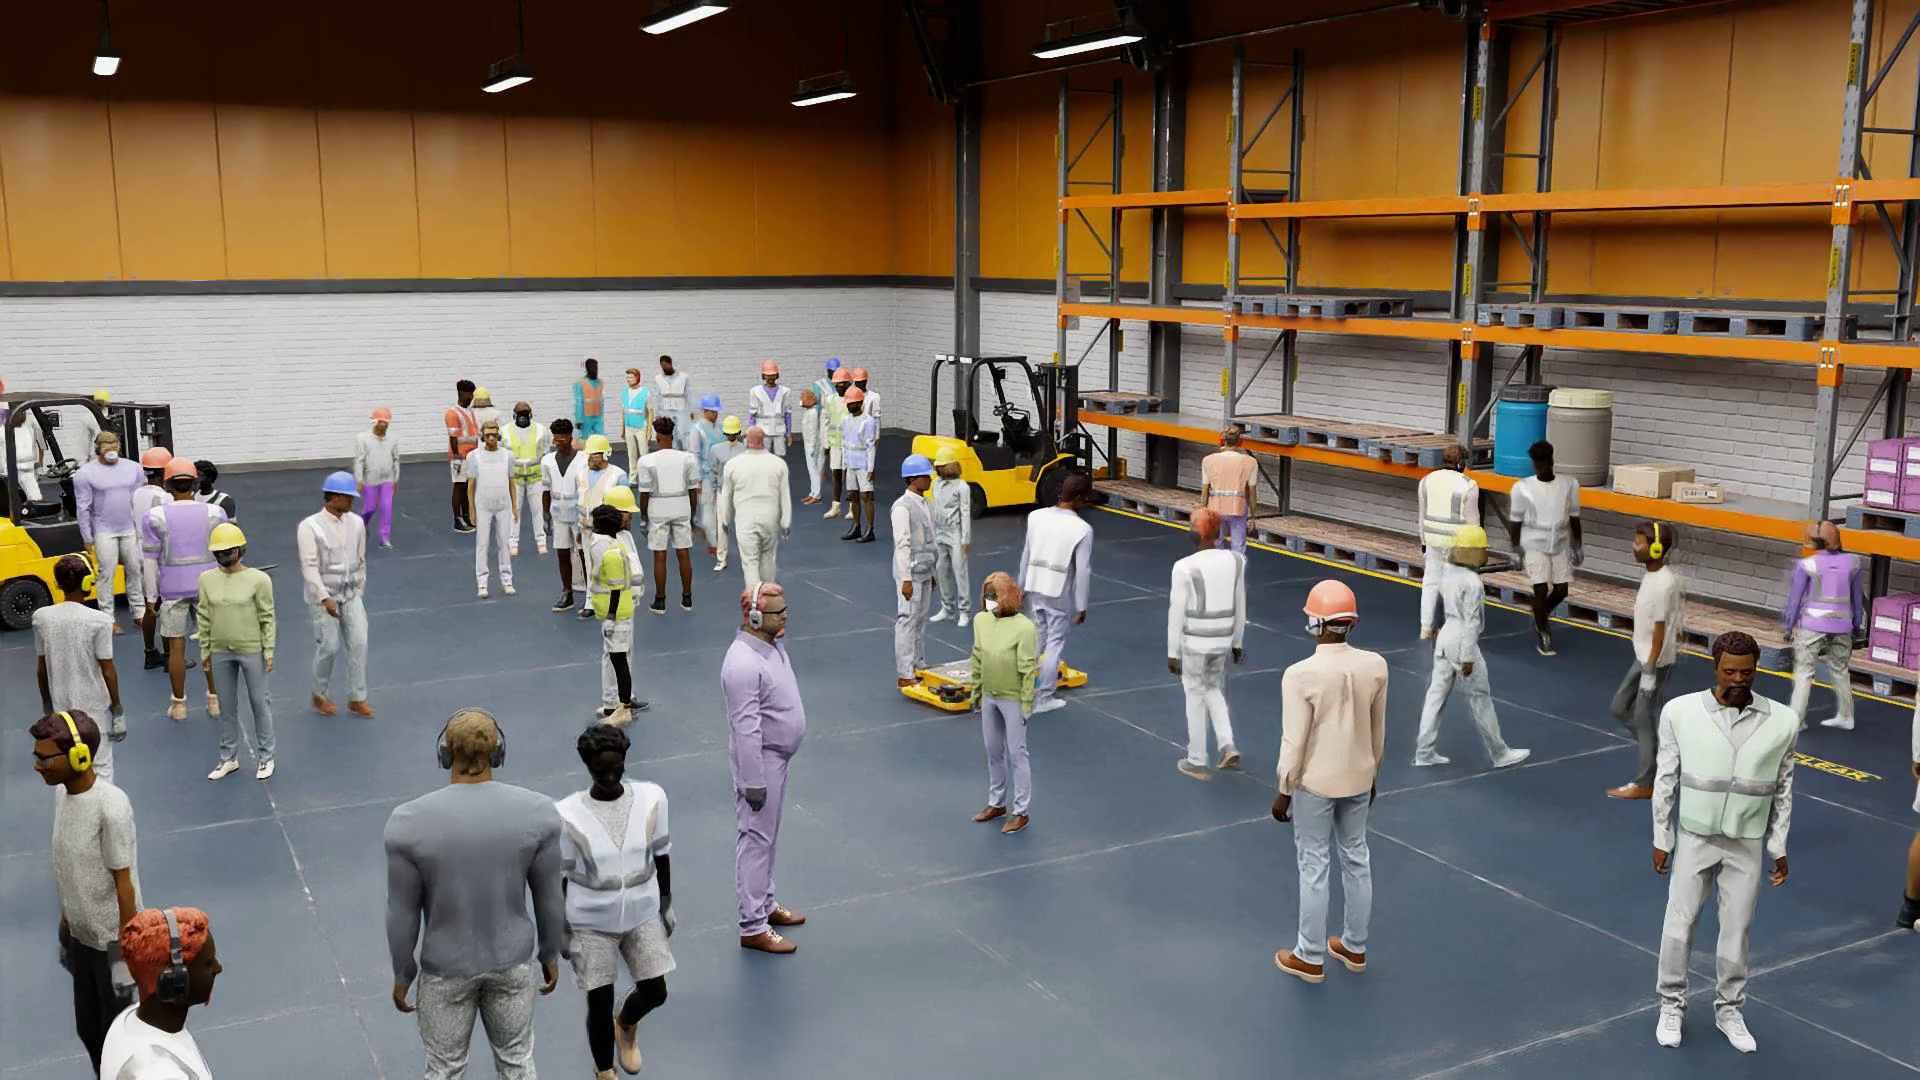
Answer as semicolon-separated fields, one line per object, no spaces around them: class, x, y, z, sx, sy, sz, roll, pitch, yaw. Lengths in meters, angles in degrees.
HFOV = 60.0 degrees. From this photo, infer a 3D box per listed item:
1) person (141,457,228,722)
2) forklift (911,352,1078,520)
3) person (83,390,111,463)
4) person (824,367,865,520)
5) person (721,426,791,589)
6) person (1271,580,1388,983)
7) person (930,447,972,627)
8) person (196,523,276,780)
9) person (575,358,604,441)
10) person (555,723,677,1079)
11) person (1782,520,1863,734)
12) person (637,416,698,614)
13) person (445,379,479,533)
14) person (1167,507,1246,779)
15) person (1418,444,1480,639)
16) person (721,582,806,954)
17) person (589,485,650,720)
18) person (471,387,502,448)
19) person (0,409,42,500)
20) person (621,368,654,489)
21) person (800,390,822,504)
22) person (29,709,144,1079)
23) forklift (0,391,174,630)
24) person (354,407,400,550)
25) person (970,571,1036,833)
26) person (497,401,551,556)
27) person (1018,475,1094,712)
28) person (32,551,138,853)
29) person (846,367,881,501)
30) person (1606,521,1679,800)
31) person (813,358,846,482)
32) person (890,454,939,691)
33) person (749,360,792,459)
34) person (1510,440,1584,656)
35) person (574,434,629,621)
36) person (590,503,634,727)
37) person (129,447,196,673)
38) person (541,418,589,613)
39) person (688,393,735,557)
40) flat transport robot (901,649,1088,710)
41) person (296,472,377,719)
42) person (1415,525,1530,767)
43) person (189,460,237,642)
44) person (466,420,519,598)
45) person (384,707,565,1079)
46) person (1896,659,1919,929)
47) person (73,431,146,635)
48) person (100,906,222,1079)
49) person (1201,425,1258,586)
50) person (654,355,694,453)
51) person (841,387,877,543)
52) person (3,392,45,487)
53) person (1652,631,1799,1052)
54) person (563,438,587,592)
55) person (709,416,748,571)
person;-5.907;0.377;12.744;0.611;2.030;0.410;-7;12;-33
forklift;0.460;-1.461;22.833;2.313;2.155;1.214;-5;11;-28
person;-11.550;-1.161;22.454;0.532;1.725;0.883;-3;10;-15
person;-1.560;-1.283;22.242;0.607;2.045;0.390;5;11;28
person;-2.029;-0.191;16.478;0.656;1.863;0.976;-3;10;-18
person;1.813;1.181;8.195;0.609;1.996;0.383;-4;11;-23
person;-0.104;-0.035;15.964;0.366;1.735;0.503;-10;14;-44
person;-4.911;0.758;11.294;0.529;1.768;0.312;0;10;1
person;-6.011;-1.992;26.785;0.765;1.891;0.628;6;12;32
person;-1.444;1.560;6.895;0.540;1.678;0.413;-5;11;-28
person;6.419;0.652;12.370;0.583;1.612;0.359;0;10;0
person;-2.893;-0.247;16.504;0.604;1.964;0.367;-4;11;-24
person;-6.345;-1.081;21.321;0.387;1.958;0.600;1;10;8
person;1.654;0.708;11.264;0.599;1.873;0.423;-5;11;-27
person;4.492;0.037;15.259;0.430;1.836;0.629;-7;12;-36
person;-0.997;1.155;8.598;0.407;1.908;0.641;1;10;3
person;-2.623;0.480;12.758;0.403;1.816;0.603;0;10;2
person;-6.565;-1.253;22.967;0.507;1.717;0.711;-3;10;-16
person;-11.288;-0.752;19.827;0.981;1.846;0.589;3;10;15
person;-4.844;-1.661;24.984;0.570;1.843;0.373;5;11;28
person;-2.136;-1.327;23.703;0.286;1.628;0.503;-3;10;-15
person;-3.336;1.557;6.445;0.530;1.854;0.324;8;12;37
forklift;-9.026;-0.363;16.508;1.214;2.155;2.313;6;11;29
person;-7.069;-0.758;20.121;0.579;1.727;0.600;-9;13;-42
person;0.263;0.994;10.341;0.501;1.626;0.292;9;13;43
person;-5.139;-0.724;19.651;0.623;1.835;0.431;-3;10;-16
person;0.720;0.431;12.857;0.656;1.873;0.546;8;13;39
person;-5.105;0.993;9.676;0.511;1.862;0.324;2;10;9
person;-1.413;-1.512;23.868;0.551;1.935;0.375;1;10;8
person;4.443;0.793;10.813;0.379;1.859;0.546;3;10;14
person;-1.993;-1.871;25.905;0.630;1.942;0.409;-6;12;-33
person;-0.362;0.267;13.586;0.380;1.951;0.605;3;10;18
person;-2.689;-1.539;23.716;0.615;2.043;0.373;-3;10;-17
person;5.239;0.050;14.883;0.672;1.931;0.538;0;10;1
person;-3.487;-0.112;16.108;0.586;1.833;0.403;4;11;21
person;-2.638;0.562;12.620;0.318;1.696;0.533;-2;10;-13
person;-6.825;0.168;14.243;0.540;1.929;0.396;6;12;32
person;-3.875;-0.241;16.518;0.611;1.955;0.392;2;10;13
person;-2.925;-0.767;19.569;0.452;1.935;0.642;7;12;35
flat transport robot;0.292;1.119;13.513;1.431;0.197;0.652;-8;12;-37
person;-4.792;0.429;12.788;0.598;1.904;0.626;7;12;34
person;3.558;0.747;11.529;0.793;1.709;0.503;-2;10;-12
person;-6.869;0.104;15.249;0.530;1.697;0.322;3;10;18
person;-4.849;-0.324;17.289;0.505;1.847;0.346;-5;11;-26
person;-1.779;1.570;6.170;0.635;1.927;0.372;-4;11;-23
person;5.239;1.142;8.635;0.390;1.923;0.551;-6;12;-33
person;-7.935;-0.071;15.611;0.367;1.926;0.637;8;13;40
person;-2.100;1.892;4.453;0.342;1.878;0.580;-5;11;-29
person;2.715;-0.238;16.824;0.561;1.837;0.388;2;10;13
person;-4.765;-2.140;27.651;0.609;1.874;0.472;1;10;6
person;-1.277;-0.929;20.539;0.545;1.931;0.387;9;13;42
person;-11.611;-0.911;20.620;0.518;1.863;0.334;2;10;9
person;3.424;1.341;7.497;0.591;1.919;0.391;2;10;10
person;-4.058;-0.261;17.542;0.363;1.629;0.583;-7;12;-36
person;-2.553;-0.521;18.673;0.522;1.763;0.319;0;10;-2
